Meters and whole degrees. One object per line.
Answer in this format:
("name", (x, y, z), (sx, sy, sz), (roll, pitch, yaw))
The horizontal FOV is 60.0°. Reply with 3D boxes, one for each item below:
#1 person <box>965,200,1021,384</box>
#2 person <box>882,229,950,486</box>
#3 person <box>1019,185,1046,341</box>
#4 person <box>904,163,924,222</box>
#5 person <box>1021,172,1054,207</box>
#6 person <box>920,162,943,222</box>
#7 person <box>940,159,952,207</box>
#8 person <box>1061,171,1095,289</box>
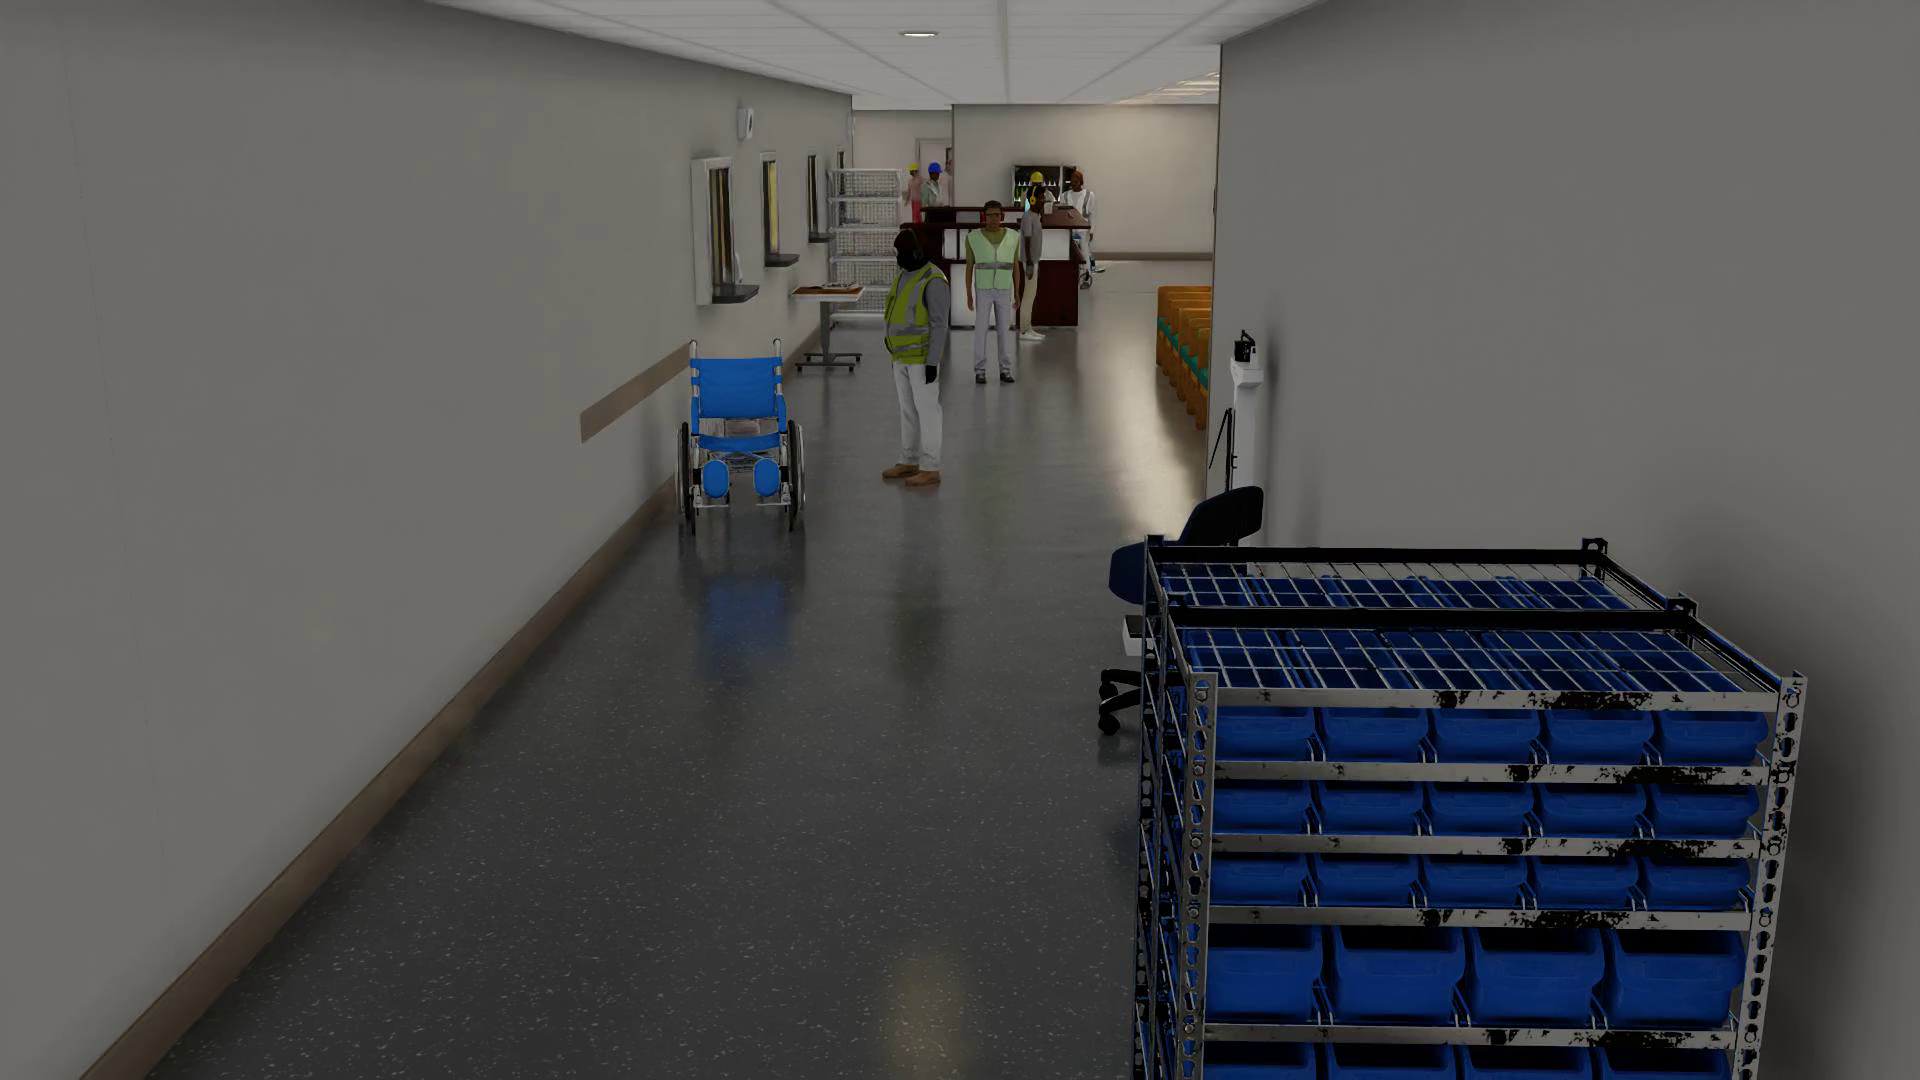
("person", (0.325, -2.504, 16.823), (0.561, 1.836, 0.388), (-3, 14, -13))
("person", (-0.328, -1.311, 11.974), (0.429, 1.838, 0.621), (-8, 16, -29))
("person", (0.885, -3.369, 20.266), (0.309, 1.864, 0.535), (3, 14, 11))
("person", (-1.116, -8.011, 39.336), (0.717, 1.737, 0.559), (-12, 18, -40))
("person", (1.326, -5.441, 28.771), (0.602, 1.825, 0.404), (2, 14, 9))
("person", (-0.489, -5.906, 30.388), (0.404, 1.945, 0.616), (8, 16, 28))
("person", (-0.227, -7.413, 36.593), (0.402, 1.904, 0.652), (2, 14, 9))
("person", (1.895, -4.994, 26.842), (0.580, 1.879, 0.351), (6, 15, 23))
